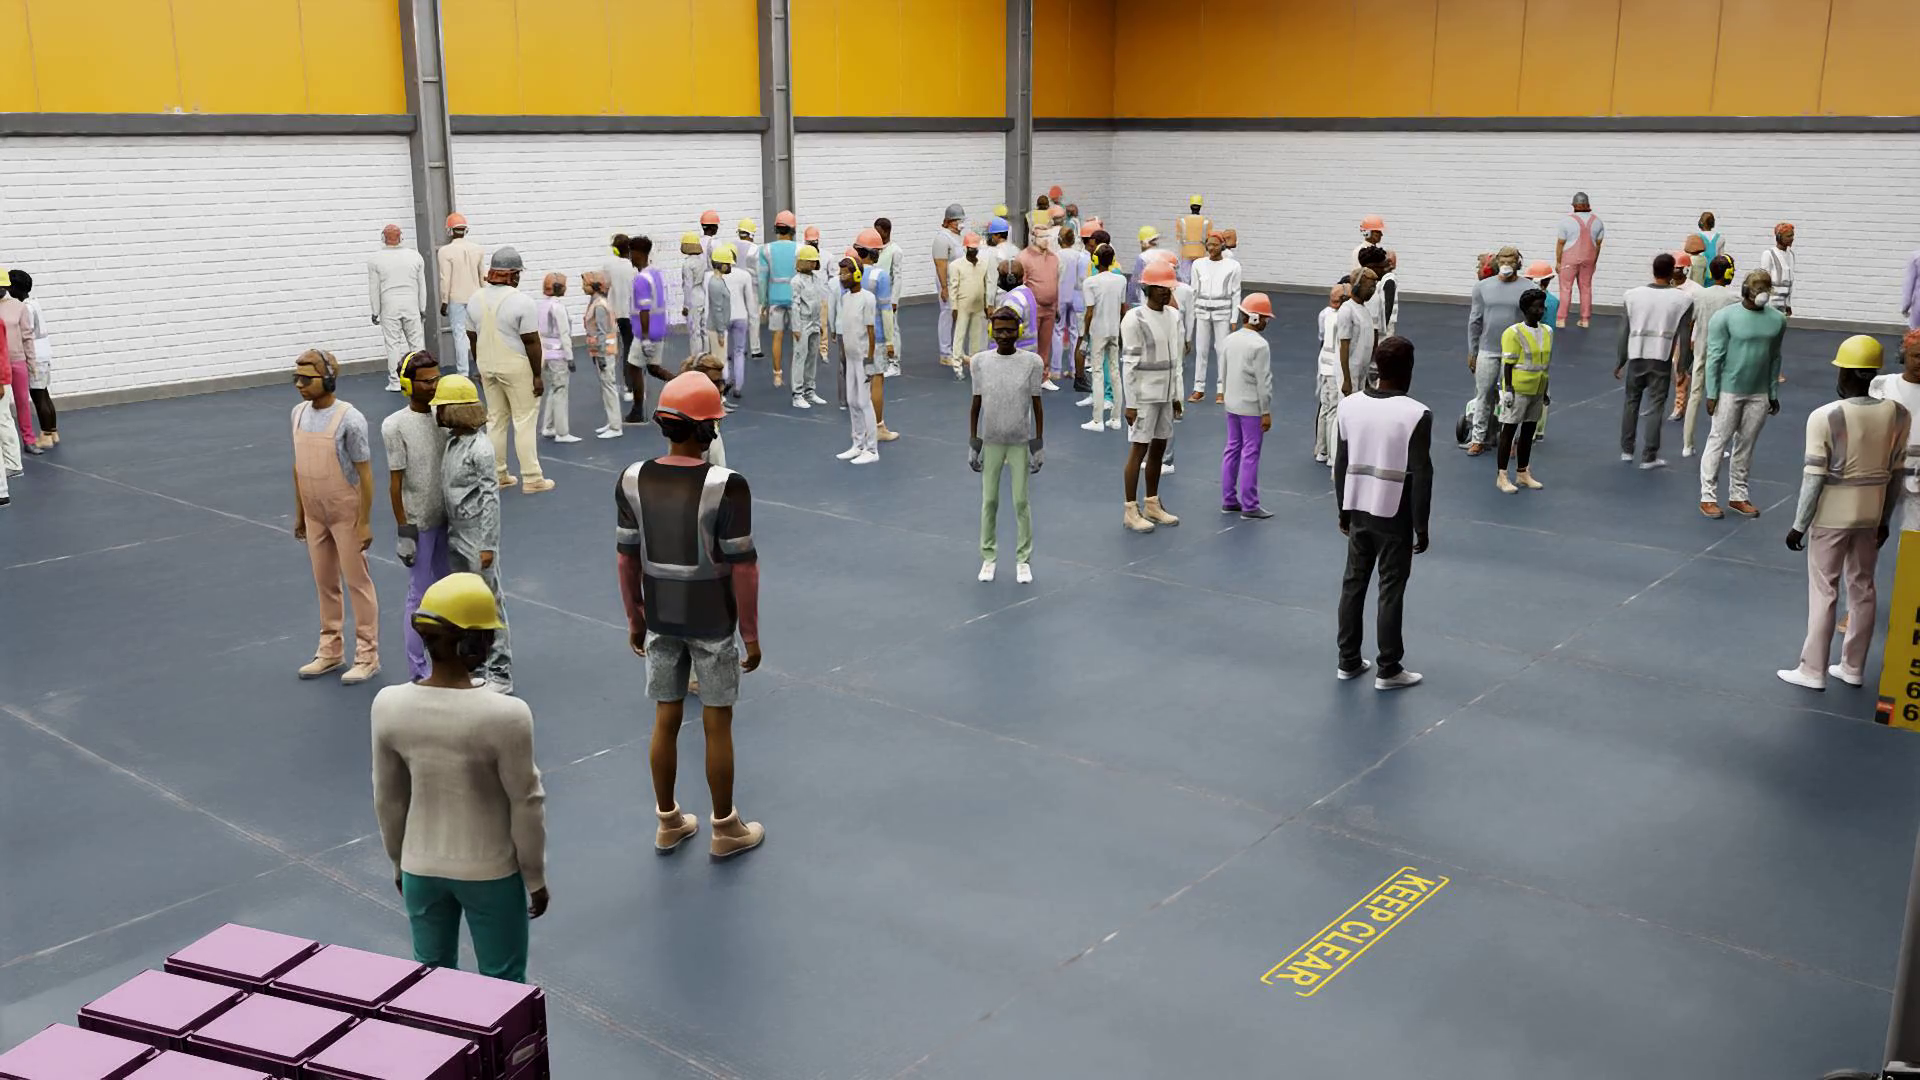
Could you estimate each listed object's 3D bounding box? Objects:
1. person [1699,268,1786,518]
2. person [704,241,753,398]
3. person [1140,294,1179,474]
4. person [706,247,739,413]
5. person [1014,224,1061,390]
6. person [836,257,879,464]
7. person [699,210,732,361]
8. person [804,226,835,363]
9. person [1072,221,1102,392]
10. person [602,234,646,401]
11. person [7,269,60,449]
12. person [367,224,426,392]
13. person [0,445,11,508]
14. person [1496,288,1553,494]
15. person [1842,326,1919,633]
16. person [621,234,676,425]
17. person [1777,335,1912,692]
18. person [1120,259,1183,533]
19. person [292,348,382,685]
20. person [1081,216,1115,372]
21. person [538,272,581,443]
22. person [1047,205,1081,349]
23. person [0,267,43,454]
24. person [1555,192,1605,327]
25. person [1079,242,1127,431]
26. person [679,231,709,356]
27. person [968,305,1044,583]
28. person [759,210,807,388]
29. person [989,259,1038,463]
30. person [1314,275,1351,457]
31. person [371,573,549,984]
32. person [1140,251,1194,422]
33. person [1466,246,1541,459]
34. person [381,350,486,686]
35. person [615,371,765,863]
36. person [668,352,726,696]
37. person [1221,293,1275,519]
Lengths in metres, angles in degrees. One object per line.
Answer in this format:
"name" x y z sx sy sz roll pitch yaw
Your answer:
"person" 6.073 -1.134 12.910 0.627 1.940 0.372 -2 14 -9
"person" -2.579 -2.457 18.591 0.566 1.738 0.384 -4 15 -16
"person" 1.751 -1.394 14.568 0.276 1.633 0.507 -3 14 -11
"person" -2.525 -2.226 17.655 0.343 1.755 0.530 -1 14 -5
"person" 0.908 -2.637 18.984 0.643 1.909 0.410 -12 19 -40
"person" -0.935 -1.621 15.037 0.337 1.857 0.525 -10 17 -34
"person" -3.209 -3.276 21.475 0.552 1.935 0.367 12 18 40
"person" -1.869 -3.127 21.252 0.573 1.749 0.338 -1 14 -6
"person" 1.474 -2.670 19.050 0.375 1.939 0.546 1 14 4
"person" -3.603 -2.473 18.466 0.593 1.843 0.553 4 15 17
"person" -8.760 -1.707 15.717 0.322 1.686 0.540 -5 15 -19
"person" -6.429 -2.649 19.030 0.643 1.910 0.400 -8 16 -30
"person" -7.857 -1.139 13.177 0.591 1.824 0.404 13 19 42
"person" 4.704 -1.241 13.830 0.535 1.697 0.318 -8 16 -29
"person" 5.564 -0.329 9.825 0.577 1.876 0.352 7 16 26
"person" -3.087 -2.120 16.854 0.799 1.938 0.608 2 14 7
"person" 4.740 -0.134 8.937 0.584 1.929 0.371 -2 14 -10
"person" 1.470 -1.083 12.498 0.379 2.041 0.616 13 19 43
"person" -3.420 -0.125 9.070 0.505 1.847 0.349 6 15 24
"person" 1.642 -3.038 20.585 0.408 1.906 0.653 -6 15 -23
"person" -3.879 -1.745 15.974 0.312 1.635 0.523 -9 17 -33
"person" 1.315 -3.522 22.440 0.702 1.958 0.701 4 15 16
"person" -8.755 -1.630 15.264 0.343 1.761 0.525 13 19 43
"person" 9.295 -4.235 25.098 0.684 2.000 0.537 -1 14 -4
"person" 1.421 -2.019 16.584 0.520 1.874 0.332 -7 16 -27
"person" -3.268 -2.898 20.360 0.294 1.744 0.487 4 15 15
"person" 0.307 -0.633 11.073 0.510 1.863 0.326 2 14 8
"person" -2.013 -2.786 19.304 0.615 2.040 0.391 1 14 2
"person" 0.478 -1.615 15.051 0.429 1.836 0.626 4 15 14
"person" 3.470 -1.561 15.128 0.325 1.687 0.531 -12 18 -40
"person" -1.449 0.961 4.912 0.526 1.757 0.342 4 14 14
"person" 2.103 -2.076 17.053 0.573 1.749 0.339 -1 14 -6
"person" 4.964 -1.716 15.239 0.630 1.940 0.372 6 15 22
"person" -2.800 -0.076 8.824 0.328 1.872 0.514 5 15 19
"person" -1.096 0.321 6.886 0.613 2.041 0.393 5 15 19
"person" -1.390 -0.085 8.912 0.329 1.842 0.509 0 14 0
"person" 2.254 -1.040 12.929 0.338 1.744 0.560 -7 15 -24
